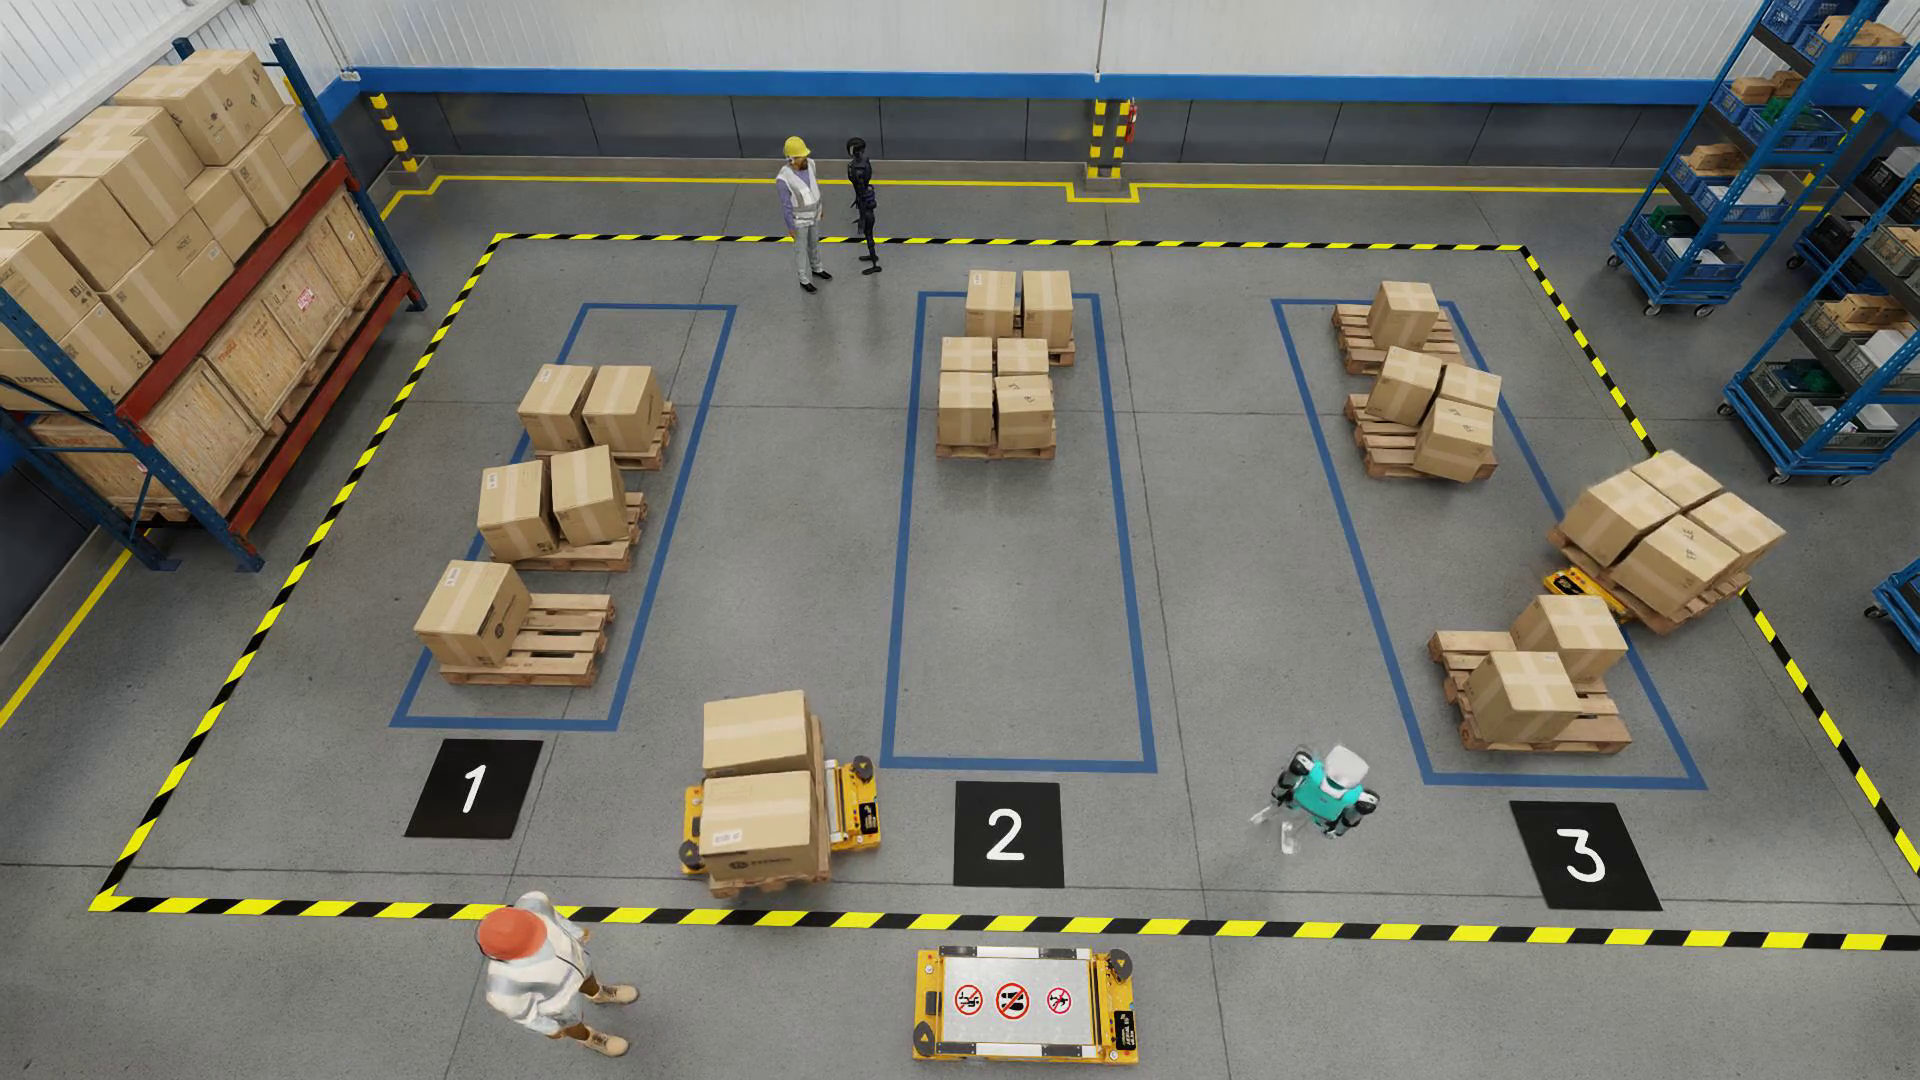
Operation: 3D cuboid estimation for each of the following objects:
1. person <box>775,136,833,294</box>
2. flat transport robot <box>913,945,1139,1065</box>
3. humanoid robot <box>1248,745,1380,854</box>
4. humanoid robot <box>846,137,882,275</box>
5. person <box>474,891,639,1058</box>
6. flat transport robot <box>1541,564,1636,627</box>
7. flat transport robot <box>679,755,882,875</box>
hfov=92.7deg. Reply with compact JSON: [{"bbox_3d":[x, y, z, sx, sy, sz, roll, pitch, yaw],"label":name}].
[{"bbox_3d":[-1.774,-3.720,10.506,0.404,1.837,0.592,26,55,19],"label":"person"},{"bbox_3d":[0.422,3.041,6.007,1.431,0.231,0.659,1,51,1],"label":"flat transport robot"},{"bbox_3d":[2.407,1.685,6.170,0.551,1.769,0.801,29,56,22],"label":"humanoid robot"},{"bbox_3d":[-1.135,-3.919,10.760,0.315,1.659,0.599,-6,51,-5],"label":"humanoid robot"},{"bbox_3d":[-2.285,2.519,5.289,0.390,2.040,0.613,0,51,0],"label":"person"},{"bbox_3d":[6.025,0.295,8.227,1.431,0.197,0.652,-22,54,-17],"label":"flat transport robot"},{"bbox_3d":[-1.332,2.029,6.814,1.431,0.197,0.652,-7,51,-6],"label":"flat transport robot"}]
